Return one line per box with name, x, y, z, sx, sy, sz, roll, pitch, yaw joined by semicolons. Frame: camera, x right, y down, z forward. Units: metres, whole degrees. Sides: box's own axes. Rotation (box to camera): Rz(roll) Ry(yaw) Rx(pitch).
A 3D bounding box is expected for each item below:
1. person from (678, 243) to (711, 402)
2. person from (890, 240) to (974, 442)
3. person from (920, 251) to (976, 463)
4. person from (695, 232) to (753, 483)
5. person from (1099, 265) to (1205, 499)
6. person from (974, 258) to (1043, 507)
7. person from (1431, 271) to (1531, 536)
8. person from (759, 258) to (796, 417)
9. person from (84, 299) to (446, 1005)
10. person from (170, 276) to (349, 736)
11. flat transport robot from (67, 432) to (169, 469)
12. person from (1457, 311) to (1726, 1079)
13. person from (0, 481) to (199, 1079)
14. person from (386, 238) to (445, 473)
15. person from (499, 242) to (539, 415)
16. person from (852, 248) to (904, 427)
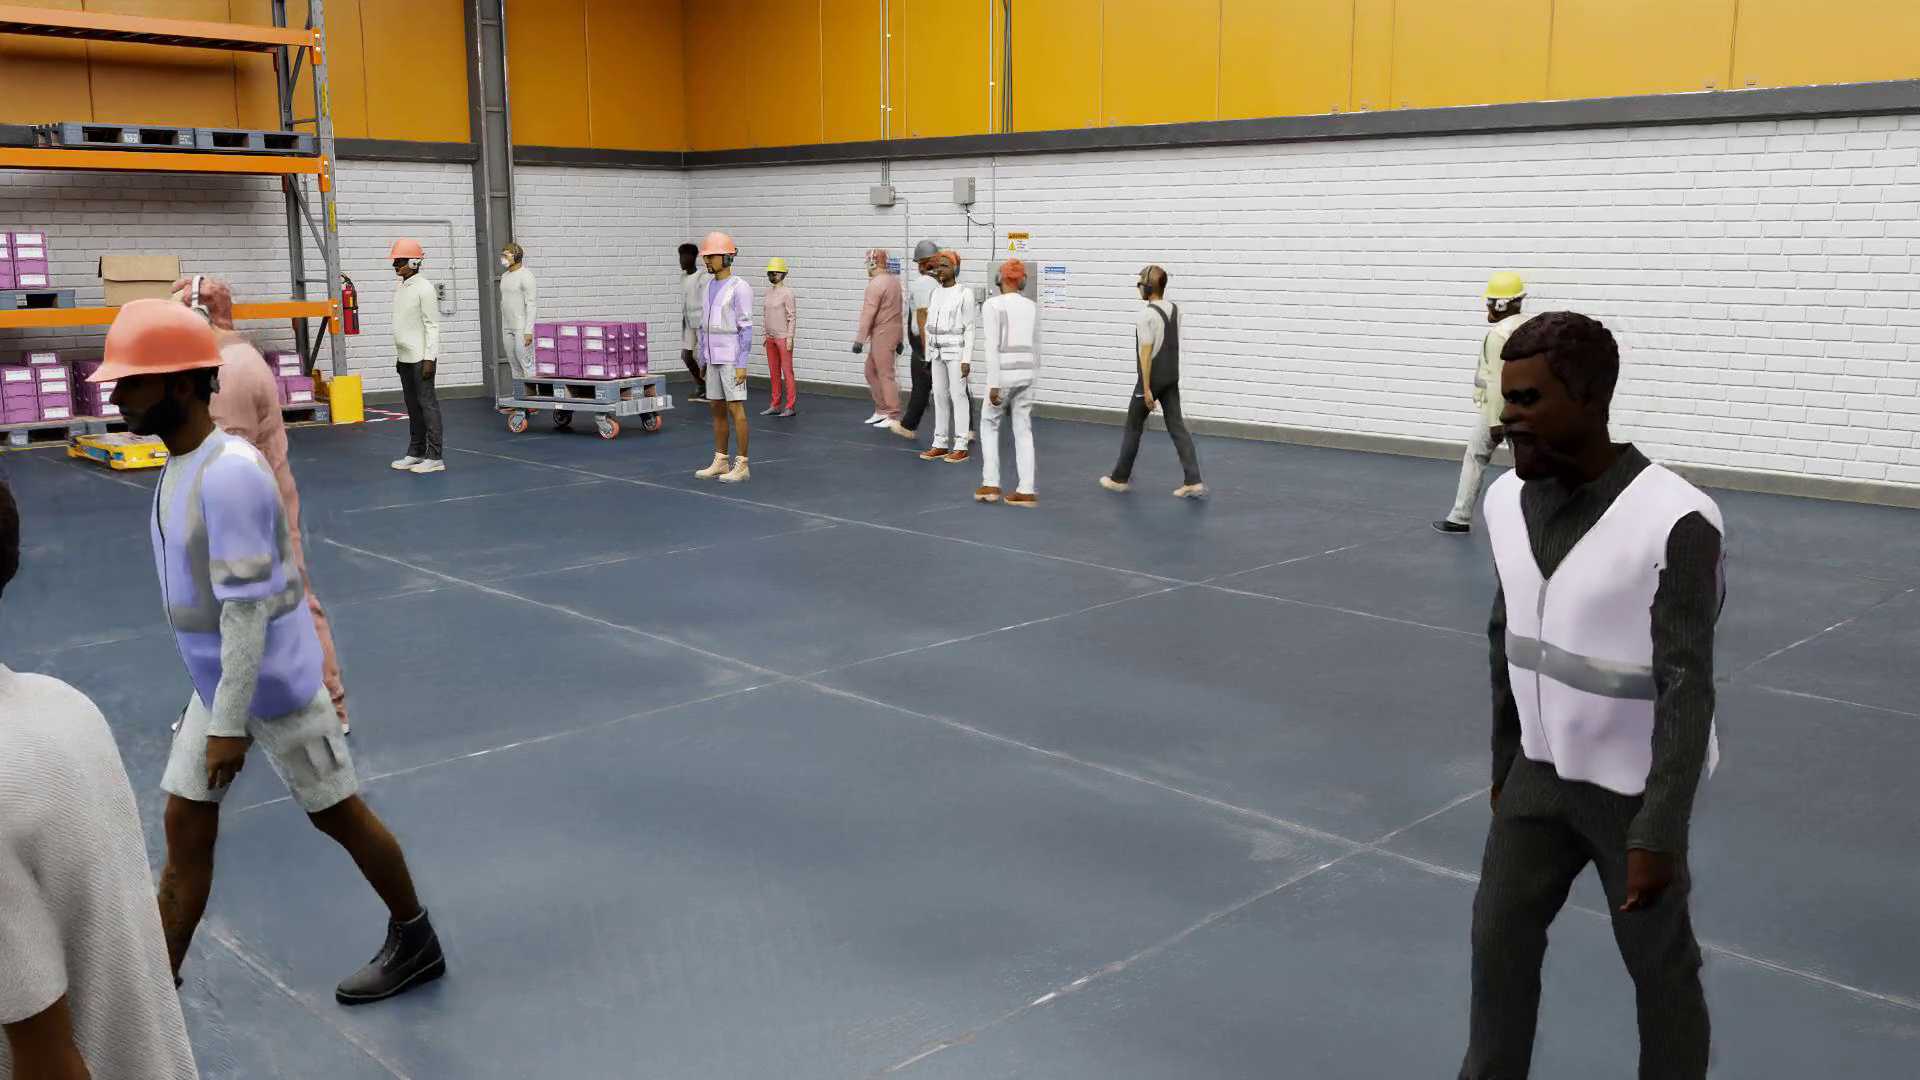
person;-3.184;-2.628;20.192;0.613;1.932;0.516;9;14;42
person;-0.246;-1.971;16.293;1.043;2.000;0.704;10;14;42
person;-0.110;-1.637;14.899;0.352;1.884;0.580;-10;14;-44
person;-1.952;-1.489;13.656;0.374;2.043;0.611;-10;14;-44
person;1.533;-1.219;12.889;0.516;1.800;0.982;-8;13;-38
person;0.394;-1.189;12.553;0.579;1.844;0.693;-7;12;-33
person;3.640;-0.877;11.008;0.591;1.797;0.906;-9;14;-41
person;-2.036;-2.257;18.595;0.303;1.772;0.530;-10;14;-44
person;-1.773;0.343;4.157;0.975;1.882;0.551;-10;14;-43
person;-2.801;-0.089;6.551;0.664;1.870;0.659;-5;12;-25
flat transport robot;-7.376;-0.816;14.822;0.652;0.197;1.431;-10;14;-44
person;1.273;0.490;3.358;0.662;1.881;0.601;-5;12;-25
person;-1.022;0.768;2.004;0.977;1.813;0.521;-3;11;-14
person;-4.682;-1.579;14.281;0.380;1.994;0.618;-10;14;-44
person;-4.980;-2.366;18.726;0.368;1.939;0.633;-10;14;-44
person;-0.873;-2.113;17.516;0.605;1.881;0.639;2;11;13
